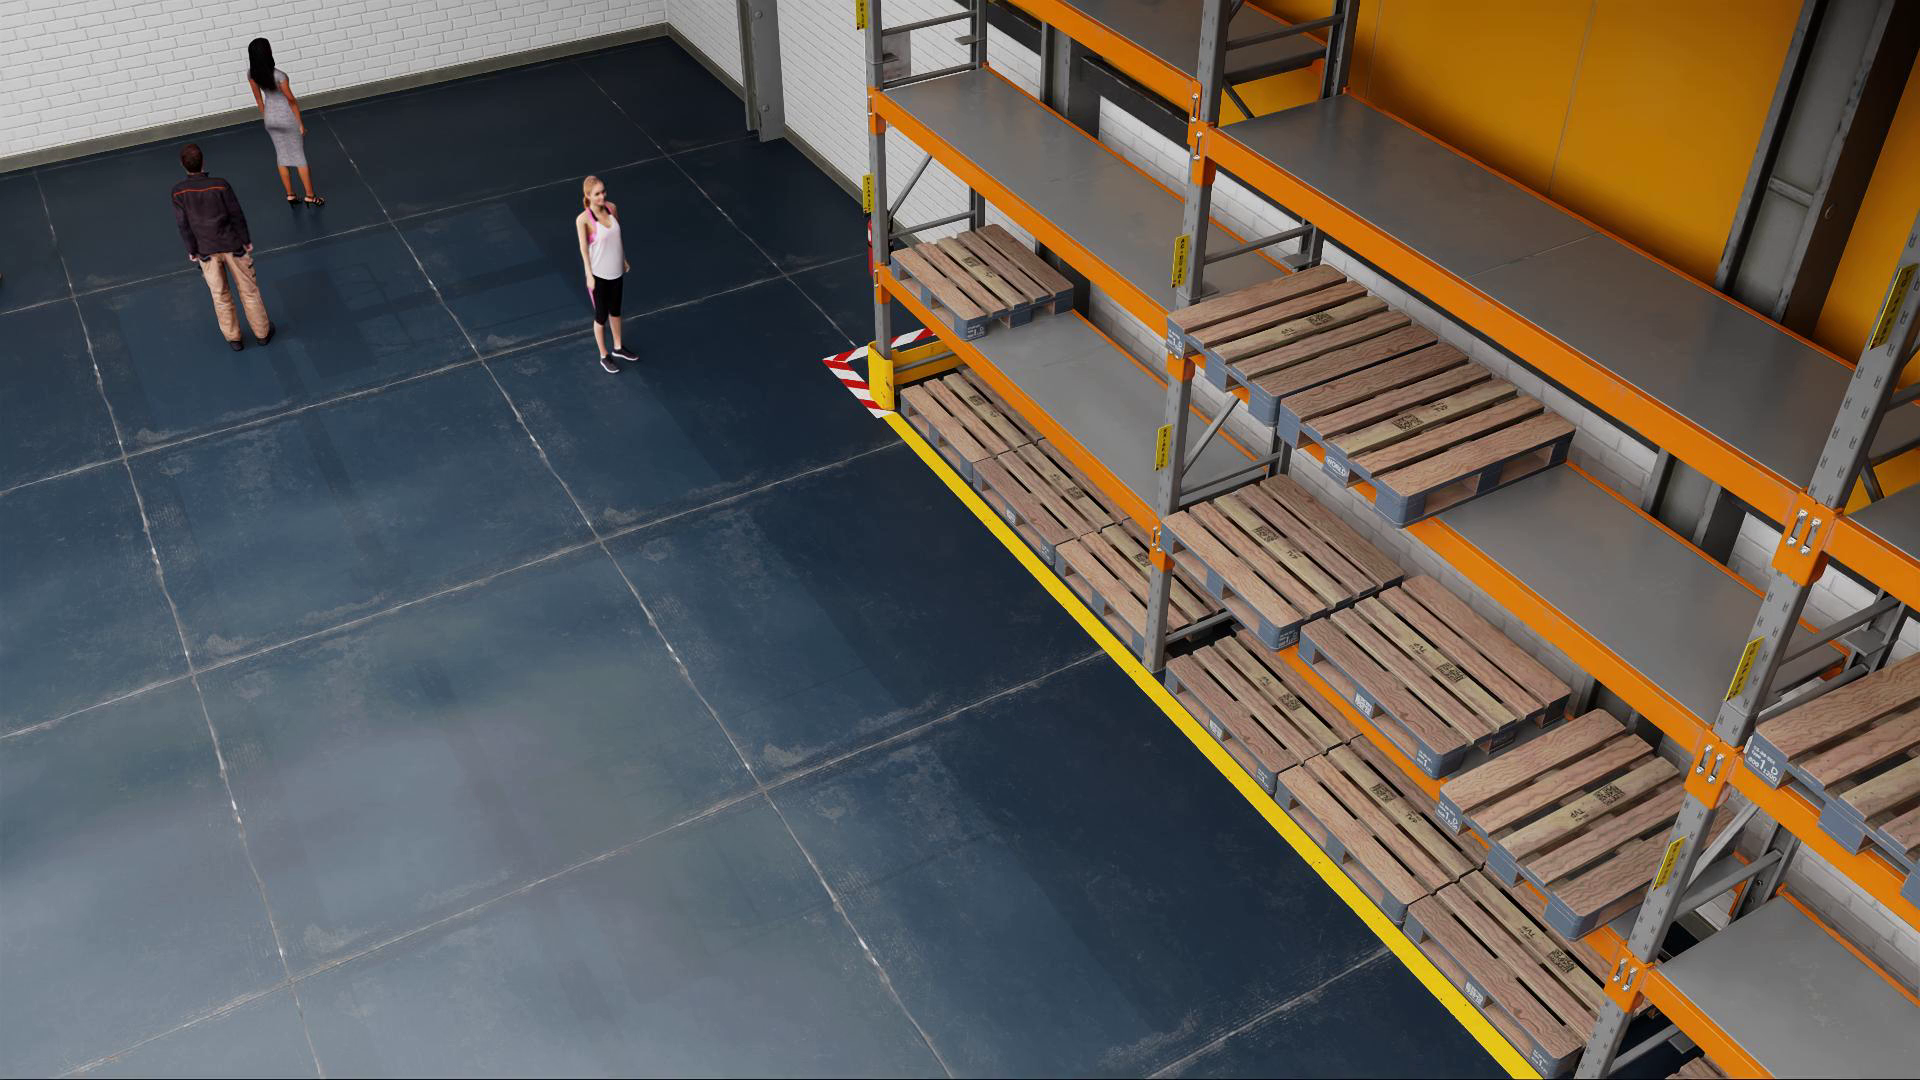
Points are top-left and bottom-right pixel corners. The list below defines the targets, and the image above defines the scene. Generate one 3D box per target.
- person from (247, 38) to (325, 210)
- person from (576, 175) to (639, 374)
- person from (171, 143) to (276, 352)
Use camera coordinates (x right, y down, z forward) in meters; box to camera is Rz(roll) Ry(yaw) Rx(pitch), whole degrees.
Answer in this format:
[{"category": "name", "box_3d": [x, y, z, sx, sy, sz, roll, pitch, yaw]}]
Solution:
[{"category": "person", "box_3d": [-6.758, -4.143, 16.590, 0.659, 1.781, 0.710, 8, 39, 10]}, {"category": "person", "box_3d": [-3.058, -2.304, 14.283, 0.644, 1.787, 0.673, 26, 46, 29]}, {"category": "person", "box_3d": [-6.439, -2.540, 14.467, 0.737, 1.925, 0.655, -13, 40, -16]}]
